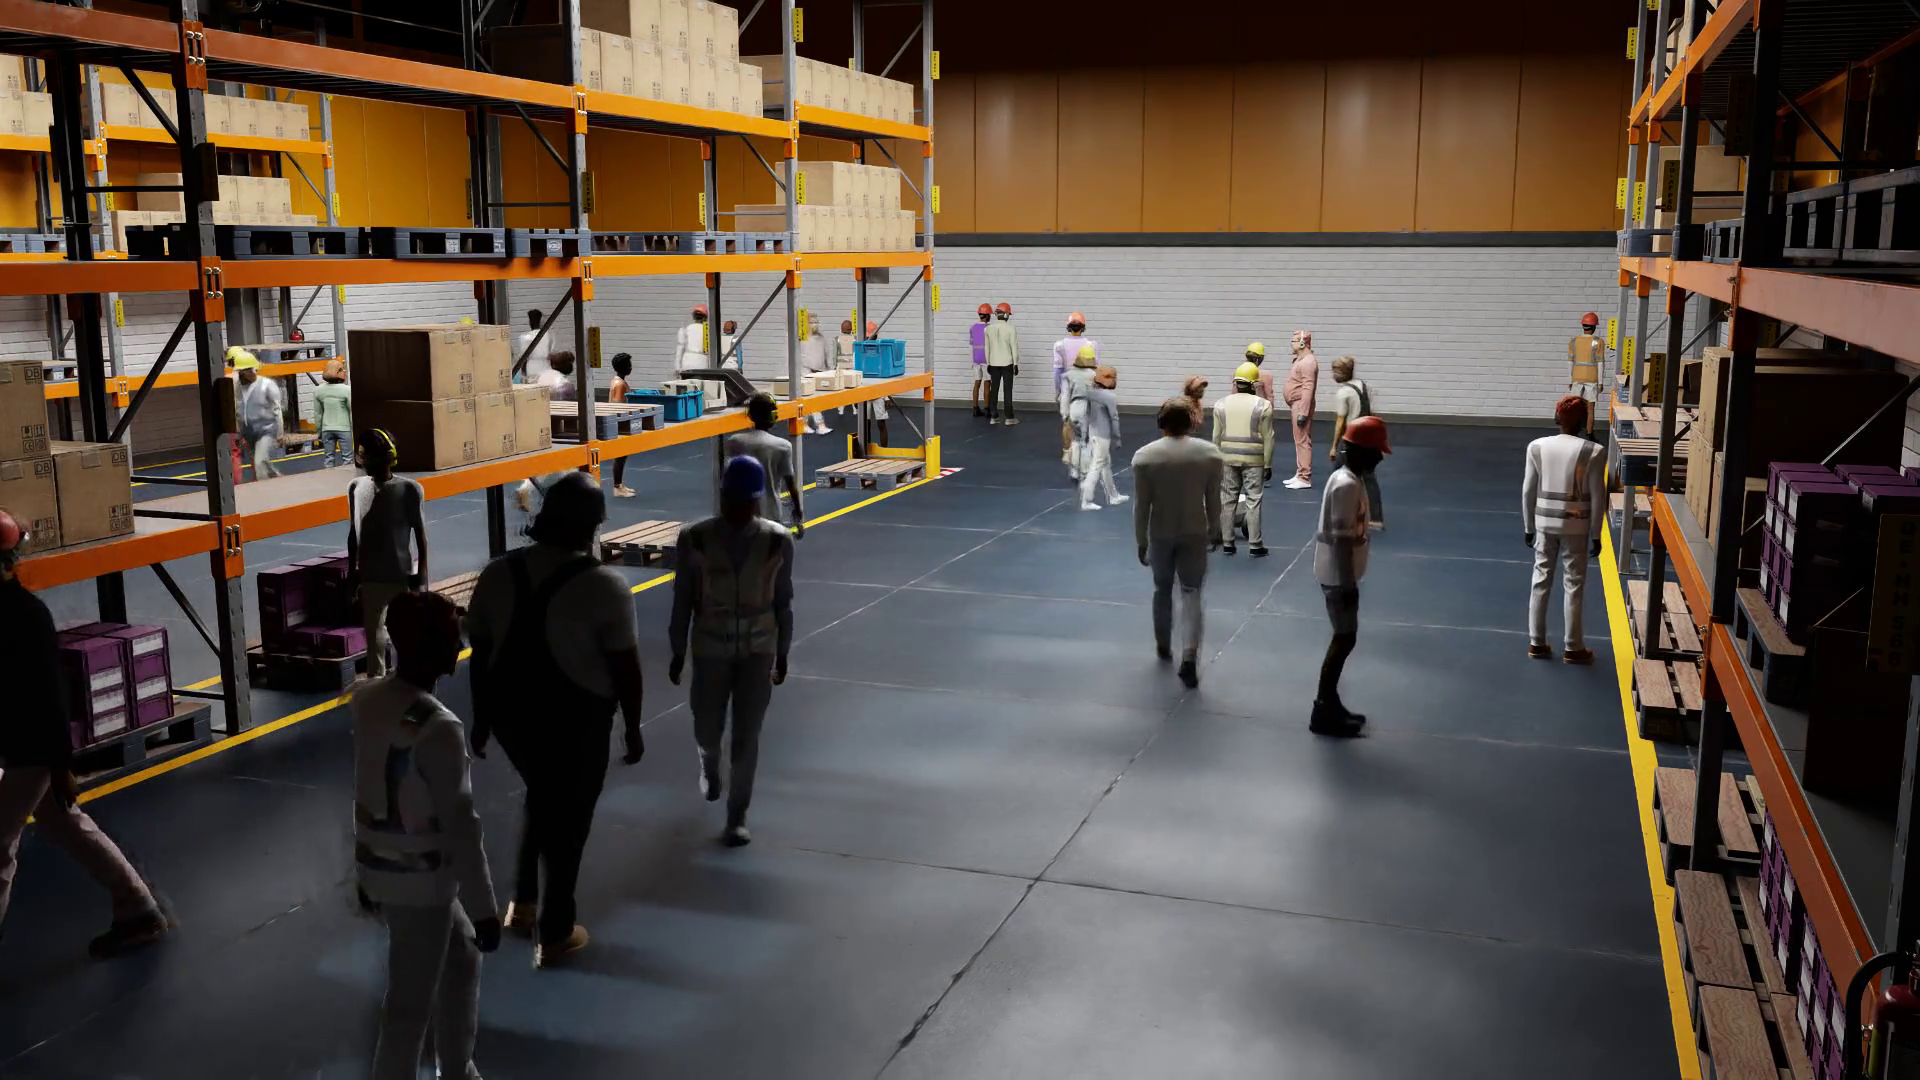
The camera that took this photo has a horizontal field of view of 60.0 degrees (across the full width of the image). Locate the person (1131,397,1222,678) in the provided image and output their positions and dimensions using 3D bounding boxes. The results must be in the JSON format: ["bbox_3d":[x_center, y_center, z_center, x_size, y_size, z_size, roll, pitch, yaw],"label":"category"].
[{"bbox_3d":[1.484,-0.030,11.412,0.627,1.905,1.002,1,10,6],"label":"person"}]

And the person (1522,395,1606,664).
[{"bbox_3d":[4.235,-0.074,11.683,0.575,1.881,0.356,9,14,43],"label":"person"}]

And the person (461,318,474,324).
[{"bbox_3d":[-7.936,-2.699,26.915,0.485,1.760,0.549,-4,11,-24],"label":"person"}]

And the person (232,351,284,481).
[{"bbox_3d":[-7.733,-1.221,18.452,0.599,1.787,0.772,3,10,14],"label":"person"}]

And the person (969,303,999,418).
[{"bbox_3d":[0.412,-3.052,28.298,0.547,1.939,0.376,10,14,43],"label":"person"}]

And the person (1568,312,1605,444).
[{"bbox_3d":[9.190,-2.361,24.407,0.544,1.939,0.355,9,13,41],"label":"person"}]

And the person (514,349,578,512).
[{"bbox_3d":[-4.424,-1.156,17.996,0.768,1.813,0.672,-9,13,-40],"label":"person"}]

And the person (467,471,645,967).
[{"bbox_3d":[-1.639,0.704,6.855,0.706,2.000,0.581,4,11,20],"label":"person"}]

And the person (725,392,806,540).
[{"bbox_3d":[-1.424,-0.183,12.416,0.571,1.833,0.865,3,11,17],"label":"person"}]

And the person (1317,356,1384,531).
[{"bbox_3d":[4.011,-0.979,17.000,0.549,1.797,0.653,-9,14,-42],"label":"person"}]

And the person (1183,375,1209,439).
[{"bbox_3d":[2.331,-0.900,17.084,0.466,1.606,0.549,5,11,25],"label":"person"}]

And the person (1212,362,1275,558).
[{"bbox_3d":[2.668,-0.749,15.623,0.592,1.834,0.404,6,12,31],"label":"person"}]

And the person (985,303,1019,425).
[{"bbox_3d":[0.697,-2.879,27.189,0.610,1.986,0.392,6,12,31],"label":"person"}]

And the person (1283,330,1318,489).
[{"bbox_3d":[4.091,-1.570,20.041,0.404,1.905,0.651,1,10,8],"label":"person"}]

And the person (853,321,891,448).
[{"bbox_3d":[-1.163,-1.906,21.875,0.543,1.932,0.381,3,11,17],"label":"person"}]

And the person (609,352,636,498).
[{"bbox_3d":[-3.932,-1.330,19.293,0.318,1.693,0.555,-2,10,-11],"label":"person"}]

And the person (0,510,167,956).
[{"bbox_3d":[-3.704,0.809,6.564,1.040,1.943,0.646,-9,13,-41],"label":"person"}]

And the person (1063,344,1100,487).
[{"bbox_3d":[1.515,-1.503,20.168,0.502,1.725,0.465,5,11,25],"label":"person"}]

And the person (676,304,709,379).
[{"bbox_3d":[-4.156,-2.724,26.311,0.609,1.979,0.809,2,10,10],"label":"person"}]

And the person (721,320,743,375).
[{"bbox_3d":[-3.926,-2.928,28.439,0.517,1.639,0.313,7,12,34],"label":"person"}]

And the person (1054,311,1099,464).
[{"bbox_3d":[1.554,-2.034,22.265,0.606,2.046,0.370,1,10,7],"label":"person"}]

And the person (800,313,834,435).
[{"bbox_3d":[-2.201,-2.547,25.633,0.929,1.863,0.665,7,12,35],"label":"person"}]

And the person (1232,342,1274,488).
[{"bbox_3d":[3.539,-1.502,20.061,0.533,1.765,0.330,7,12,34],"label":"person"}]

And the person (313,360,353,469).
[{"bbox_3d":[-7.029,-1.212,18.783,0.498,1.636,0.284,1,10,6],"label":"person"}]

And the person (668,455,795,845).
[{"bbox_3d":[-1.129,0.515,8.245,0.631,1.920,0.617,-2,10,-13],"label":"person"}]

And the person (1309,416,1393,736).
[{"bbox_3d":[2.333,0.211,9.984,0.457,1.911,0.566,2,10,13],"label":"person"}]

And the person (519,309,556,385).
[{"bbox_3d":[-6.588,-2.640,25.976,0.620,1.940,0.844,-9,13,-40],"label":"person"}]

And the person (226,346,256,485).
[{"bbox_3d":[-8.311,-1.358,19.243,0.533,1.767,0.325,-7,12,-33],"label":"person"}]

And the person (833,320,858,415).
[{"bbox_3d":[-1.930,-2.955,28.591,0.514,1.641,0.308,0,10,1],"label":"person"}]

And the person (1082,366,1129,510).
[{"bbox_3d":[1.666,-1.131,18.422,0.781,1.592,0.514,-5,11,-28],"label":"person"}]

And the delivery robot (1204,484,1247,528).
[{"bbox_3d":[2.592,-0.317,16.525,0.477,0.478,0.707,8,13,37],"label":"delivery robot"}]

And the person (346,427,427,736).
[{"bbox_3d":[-3.413,0.254,9.891,0.519,1.865,0.327,1,10,7],"label":"person"}]

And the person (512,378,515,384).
[{"bbox_3d":[-5.791,-1.608,20.887,0.363,1.688,0.545,-10,14,-44],"label":"person"}]

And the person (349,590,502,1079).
[{"bbox_3d":[-1.627,1.067,5.289,0.719,1.859,0.610,-9,13,-40],"label":"person"}]
